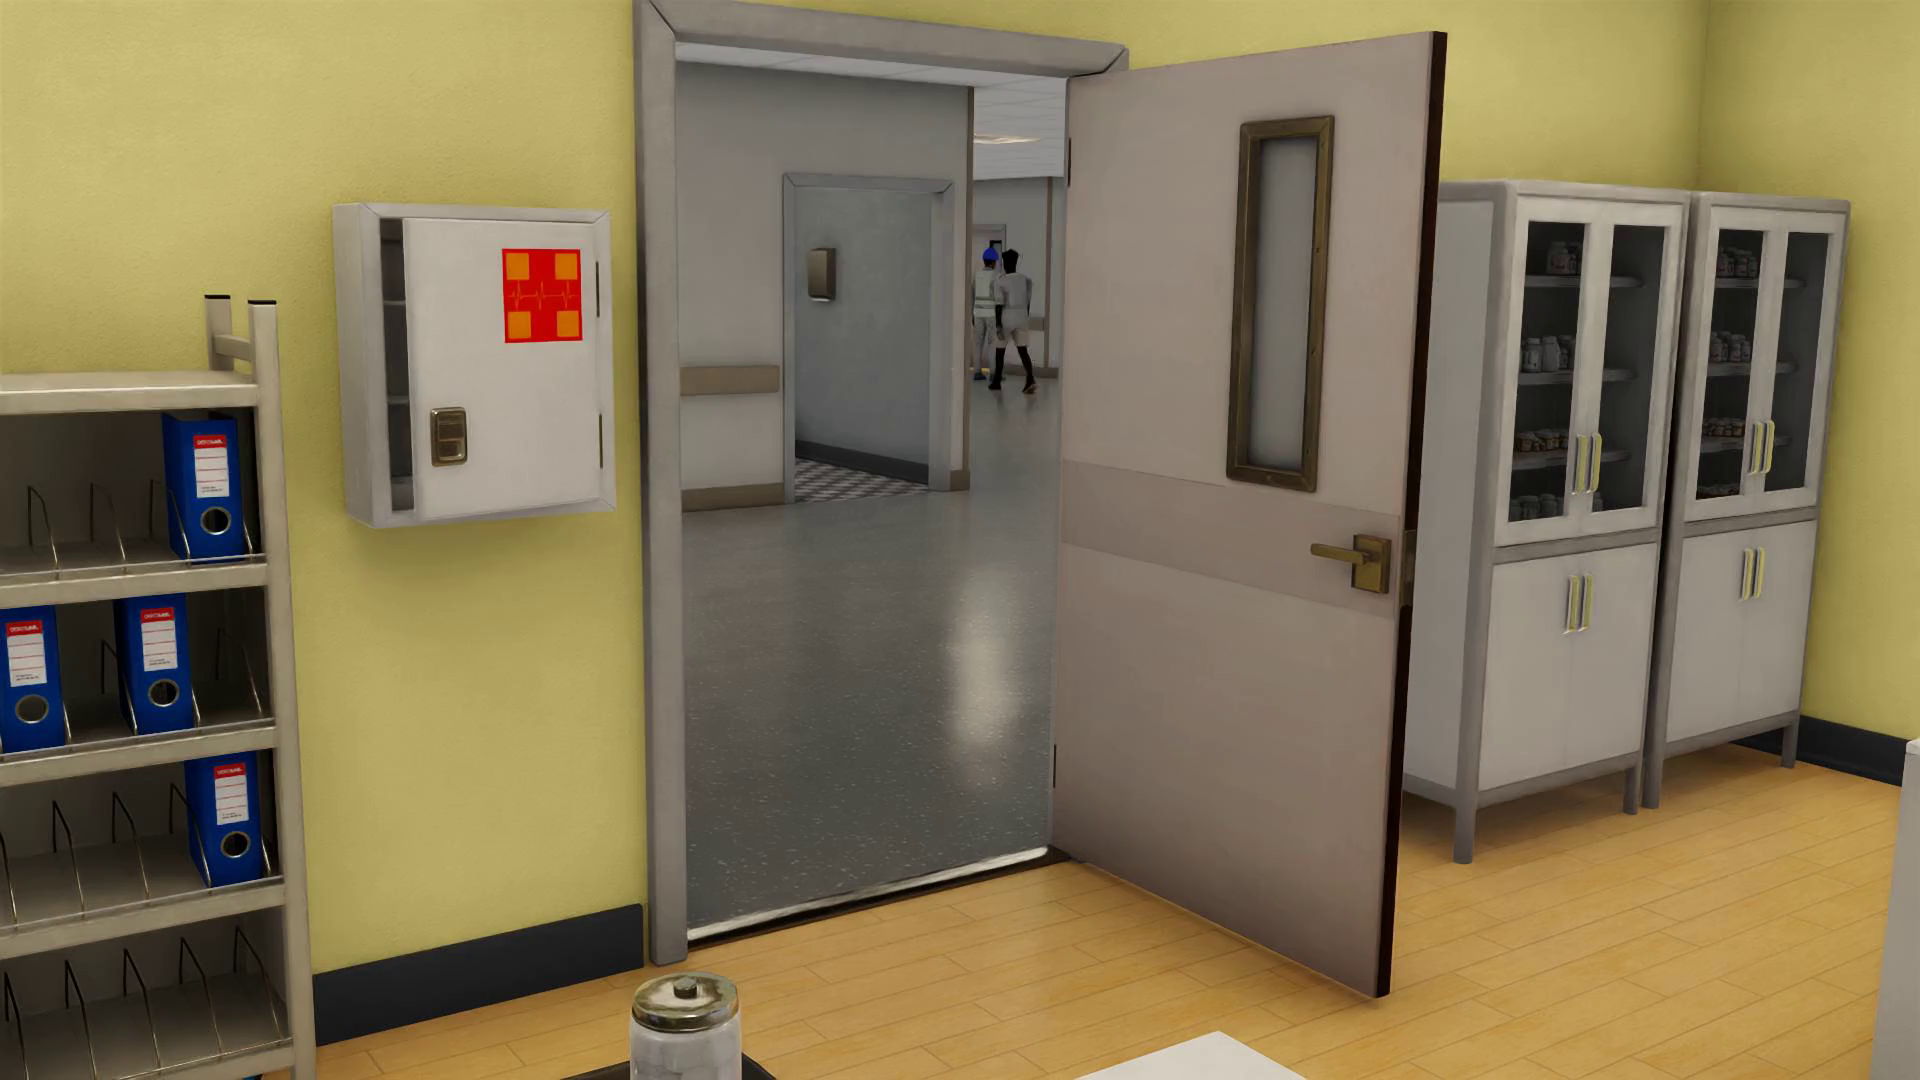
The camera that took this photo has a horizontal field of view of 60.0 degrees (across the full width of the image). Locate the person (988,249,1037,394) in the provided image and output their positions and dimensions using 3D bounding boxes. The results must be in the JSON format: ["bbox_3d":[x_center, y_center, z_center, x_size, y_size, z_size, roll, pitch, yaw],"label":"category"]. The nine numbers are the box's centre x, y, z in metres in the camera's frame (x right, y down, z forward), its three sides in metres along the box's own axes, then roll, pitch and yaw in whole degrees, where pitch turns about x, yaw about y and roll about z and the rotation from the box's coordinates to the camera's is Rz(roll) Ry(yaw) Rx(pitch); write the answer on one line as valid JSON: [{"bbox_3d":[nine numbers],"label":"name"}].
[{"bbox_3d":[0.712,-2.910,22.147,0.600,1.931,0.975,-4,10,-25],"label":"person"}]

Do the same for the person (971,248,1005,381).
[{"bbox_3d":[0.412,-3.313,24.466,0.606,1.947,0.406,7,12,35],"label":"person"}]
